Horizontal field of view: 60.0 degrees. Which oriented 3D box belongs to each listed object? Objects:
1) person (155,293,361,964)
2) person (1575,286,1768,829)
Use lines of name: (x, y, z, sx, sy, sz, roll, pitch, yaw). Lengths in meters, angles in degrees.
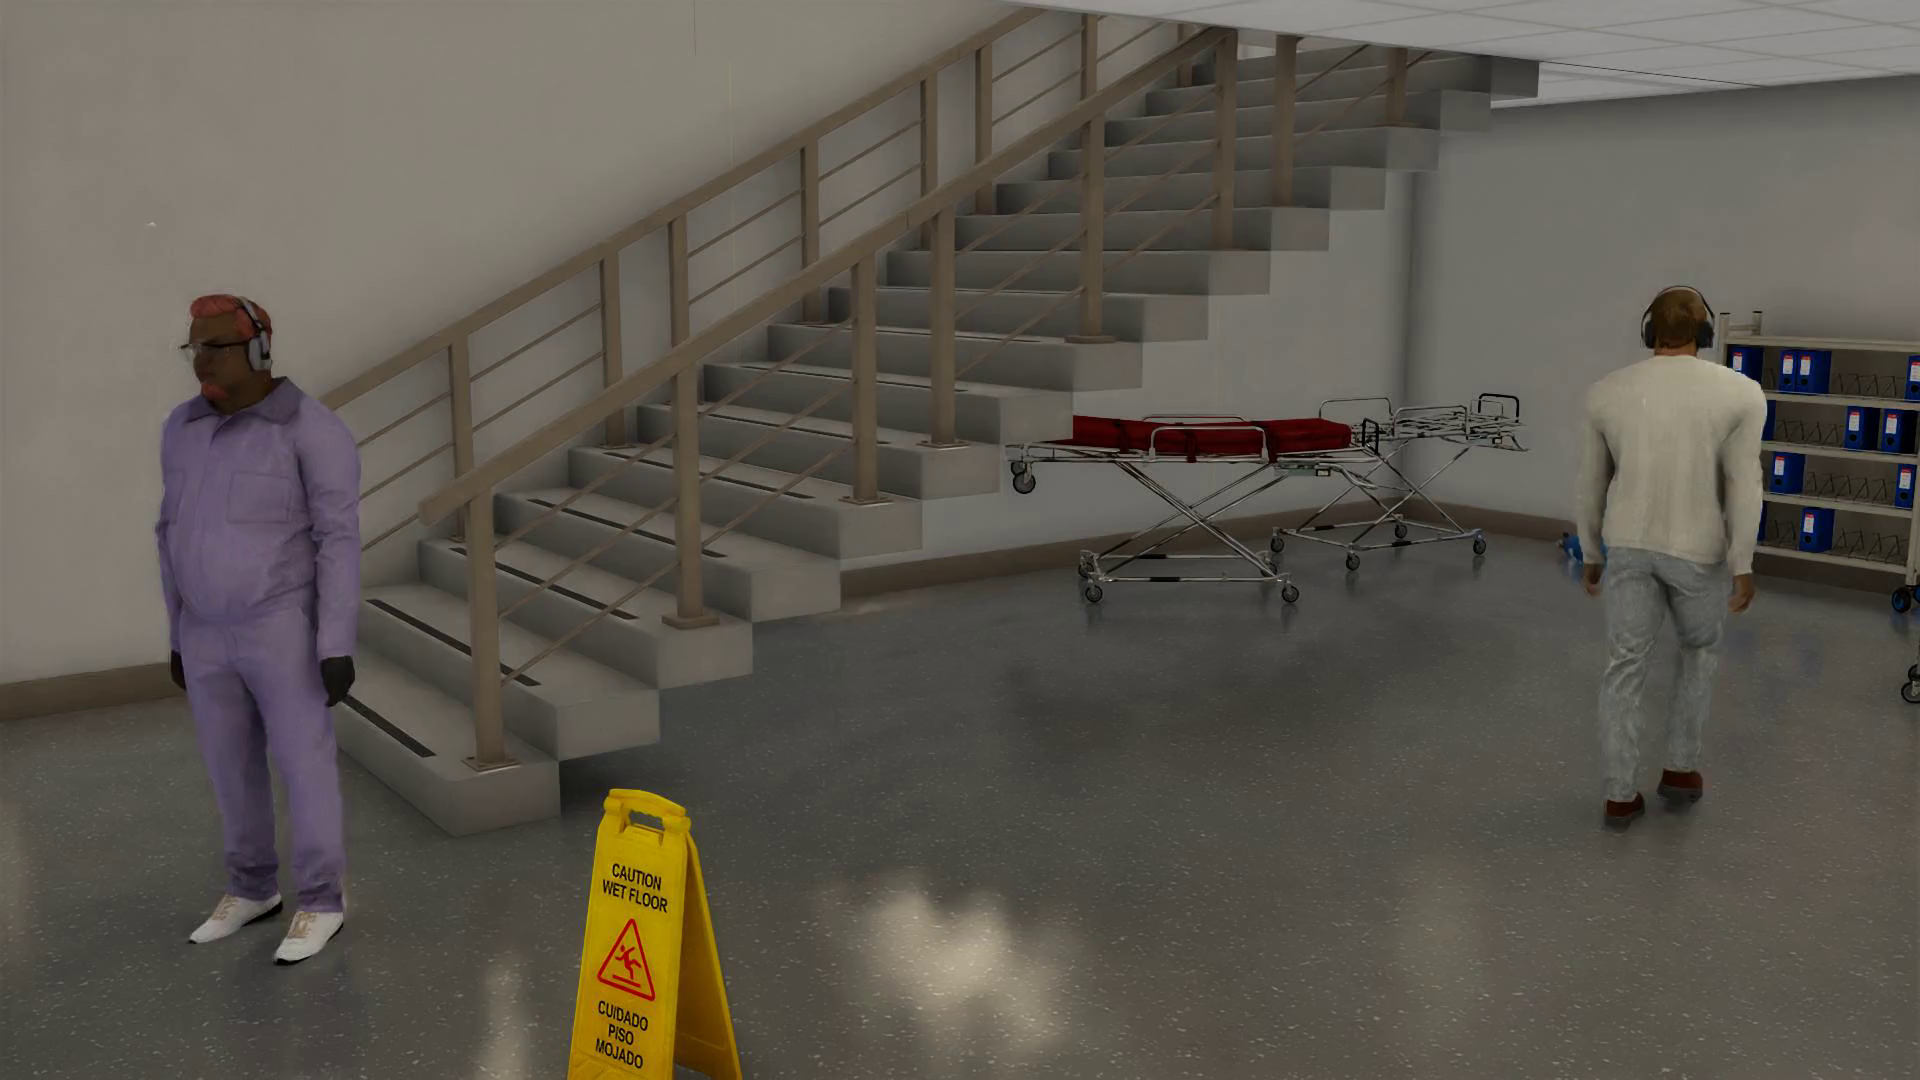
person: (-2.014, 0.259, 4.789, 0.673, 1.911, 0.453, 3, 10, 16)
person: (2.521, 0.052, 5.959, 0.637, 1.892, 0.776, 6, 12, 32)
